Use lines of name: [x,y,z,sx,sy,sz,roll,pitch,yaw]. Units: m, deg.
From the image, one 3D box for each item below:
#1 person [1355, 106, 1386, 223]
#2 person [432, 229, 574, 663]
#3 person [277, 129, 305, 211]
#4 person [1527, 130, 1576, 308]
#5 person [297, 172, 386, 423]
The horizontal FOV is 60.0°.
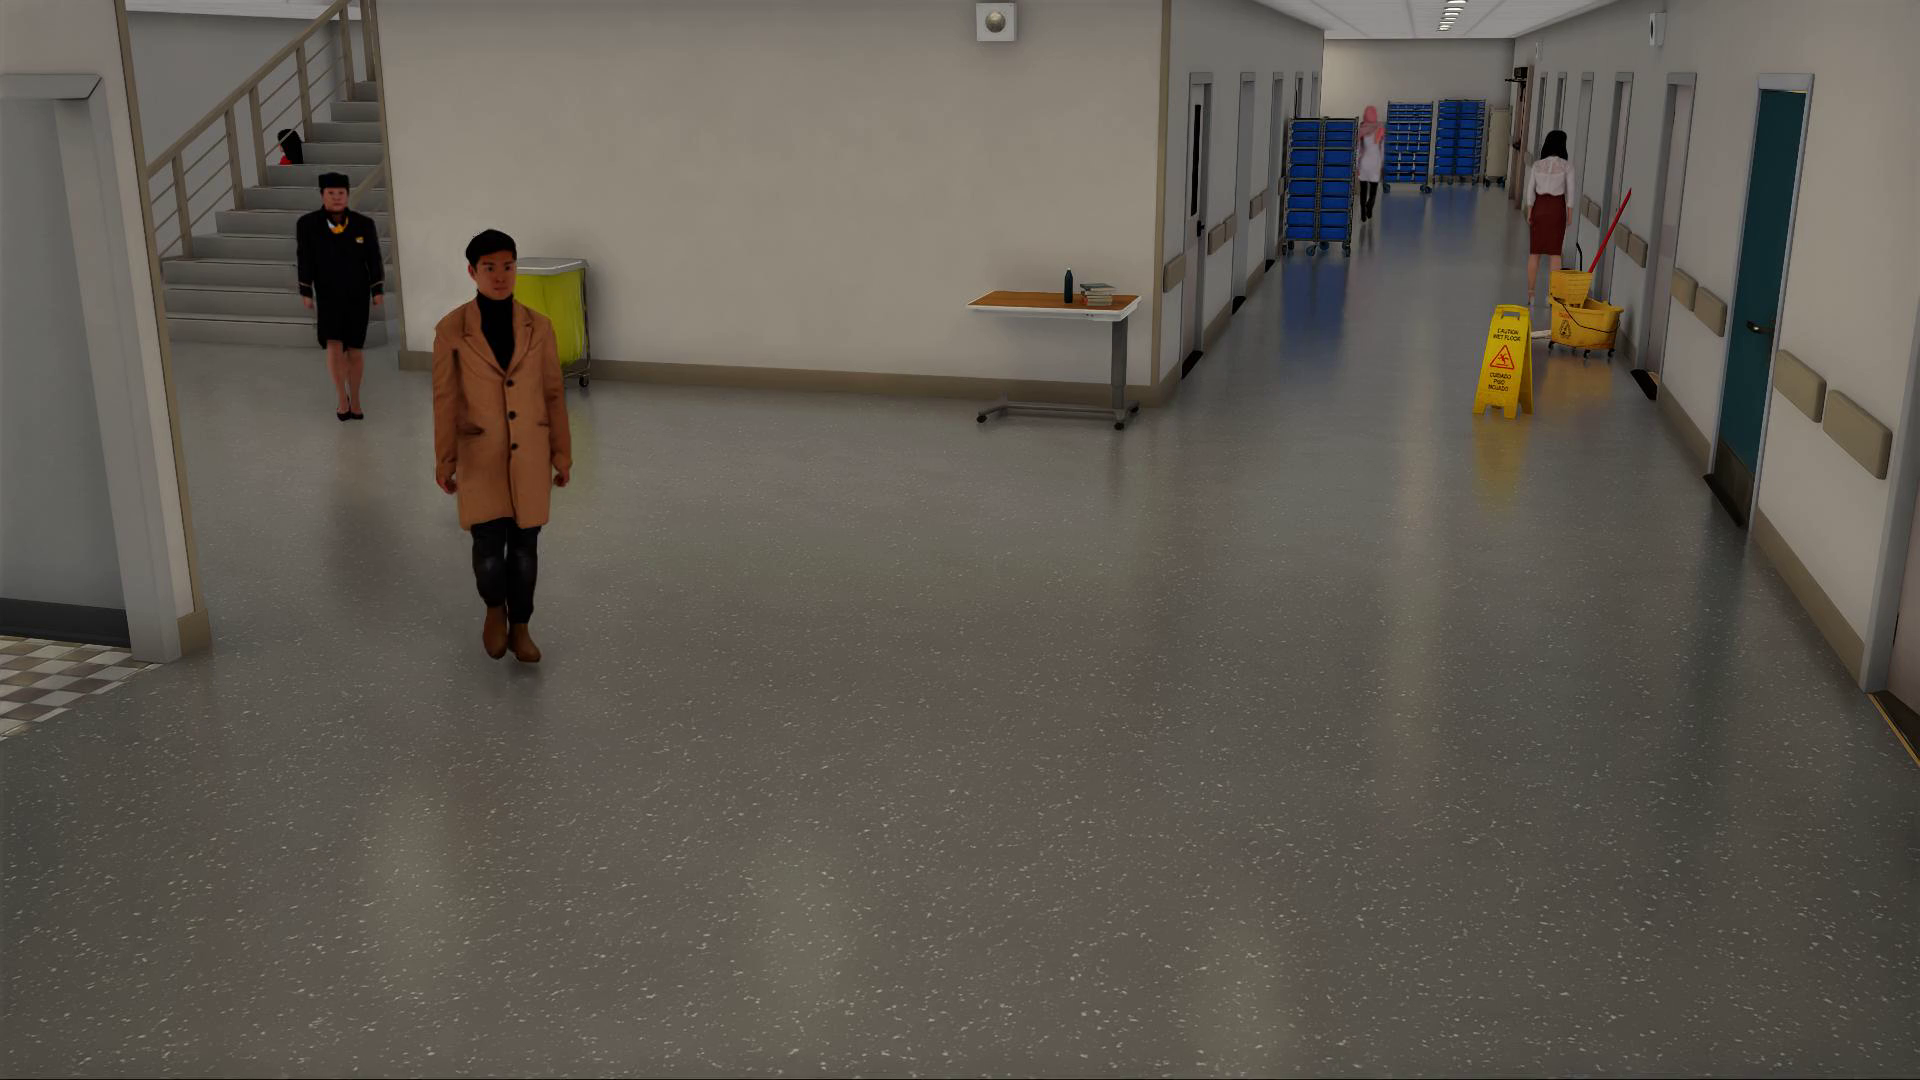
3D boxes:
person: [6.394,-5.837,25.947,0.689,1.786,0.978,3,16,9]
person: [-1.834,-0.371,6.603,0.830,1.718,0.888,-8,18,-27]
person: [-6.895,-3.385,17.318,0.705,1.748,0.581,2,16,7]
person: [5.954,-3.247,16.825,0.660,1.749,0.614,10,18,31]
person: [-4.195,-1.645,11.299,0.840,1.666,0.878,-6,17,-22]
